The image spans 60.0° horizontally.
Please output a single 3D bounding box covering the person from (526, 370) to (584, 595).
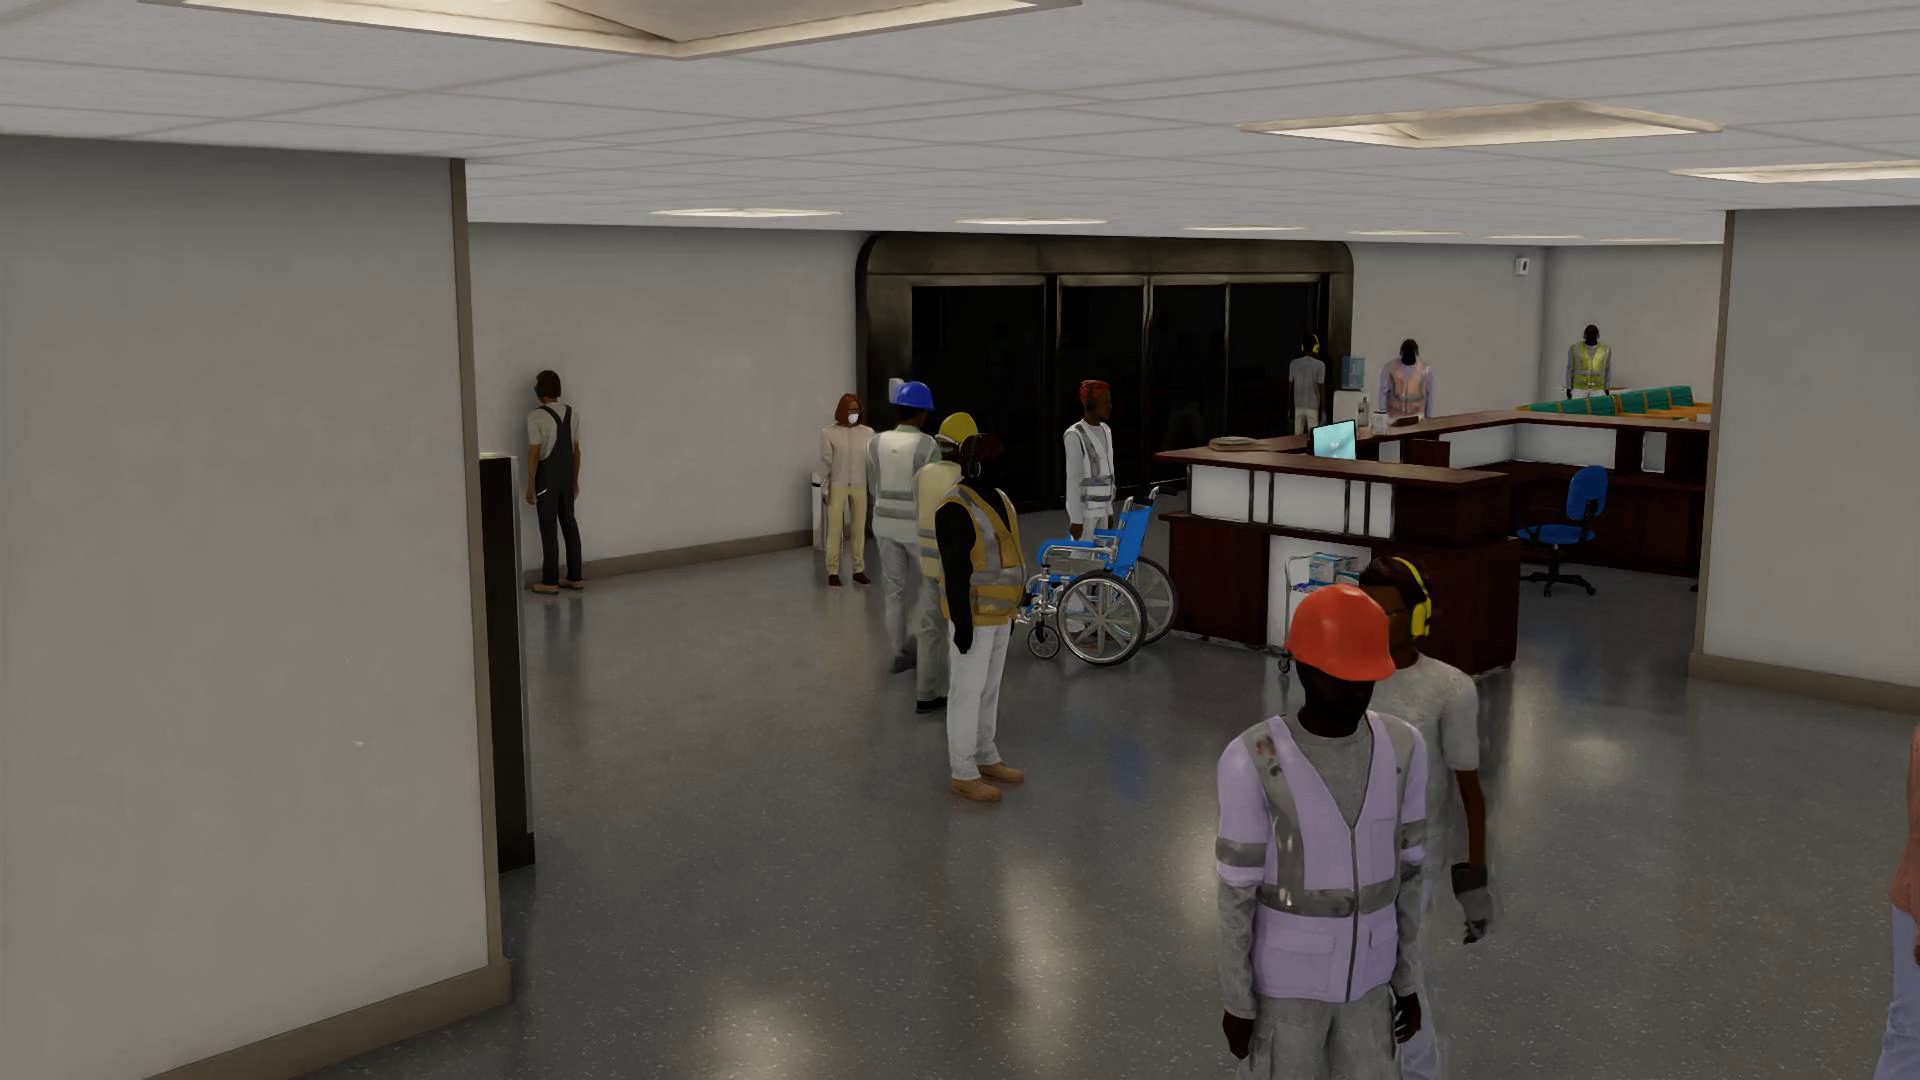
[{"bbox_3d":[-3.324,-0.471,13.627,0.340,1.839,0.511,6,11,34],"label":"person"}]

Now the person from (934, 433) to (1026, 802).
[{"bbox_3d":[0.120,0.378,8.408,0.429,1.844,0.626,4,10,23],"label":"person"}]

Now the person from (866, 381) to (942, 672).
[{"bbox_3d":[-0.330,-0.079,10.958,0.603,1.923,0.459,5,10,26],"label":"person"}]

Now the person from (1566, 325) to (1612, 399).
[{"bbox_3d":[9.254,-2.247,24.499,0.633,1.841,0.429,2,9,10],"label":"person"}]

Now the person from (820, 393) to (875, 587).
[{"bbox_3d":[-0.933,-0.420,13.968,0.504,1.627,0.285,-4,10,-22],"label":"person"}]

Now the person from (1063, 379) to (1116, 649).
[{"bbox_3d":[0.926,-0.190,11.749,0.342,1.883,0.586,5,11,29],"label":"person"}]

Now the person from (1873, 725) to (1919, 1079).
[{"bbox_3d":[2.773,1.029,4.632,0.525,1.772,0.305,-9,13,-43],"label":"person"}]

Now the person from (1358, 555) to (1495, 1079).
[{"bbox_3d":[1.172,0.960,4.821,0.896,1.834,0.563,-6,11,-33],"label":"person"}]

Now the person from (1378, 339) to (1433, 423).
[{"bbox_3d":[5.407,-1.526,20.204,0.638,1.798,0.931,3,10,16],"label":"person"}]

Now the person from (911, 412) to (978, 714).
[{"bbox_3d":[-0.036,0.160,9.813,0.404,1.823,0.587,-9,13,-43],"label":"person"}]

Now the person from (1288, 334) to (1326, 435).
[{"bbox_3d":[4.279,-1.604,20.486,0.533,1.864,0.310,8,13,42],"label":"person"}]

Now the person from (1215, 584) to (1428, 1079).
[{"bbox_3d":[0.884,1.049,4.039,0.539,1.929,0.389,-3,10,-16],"label":"person"}]
